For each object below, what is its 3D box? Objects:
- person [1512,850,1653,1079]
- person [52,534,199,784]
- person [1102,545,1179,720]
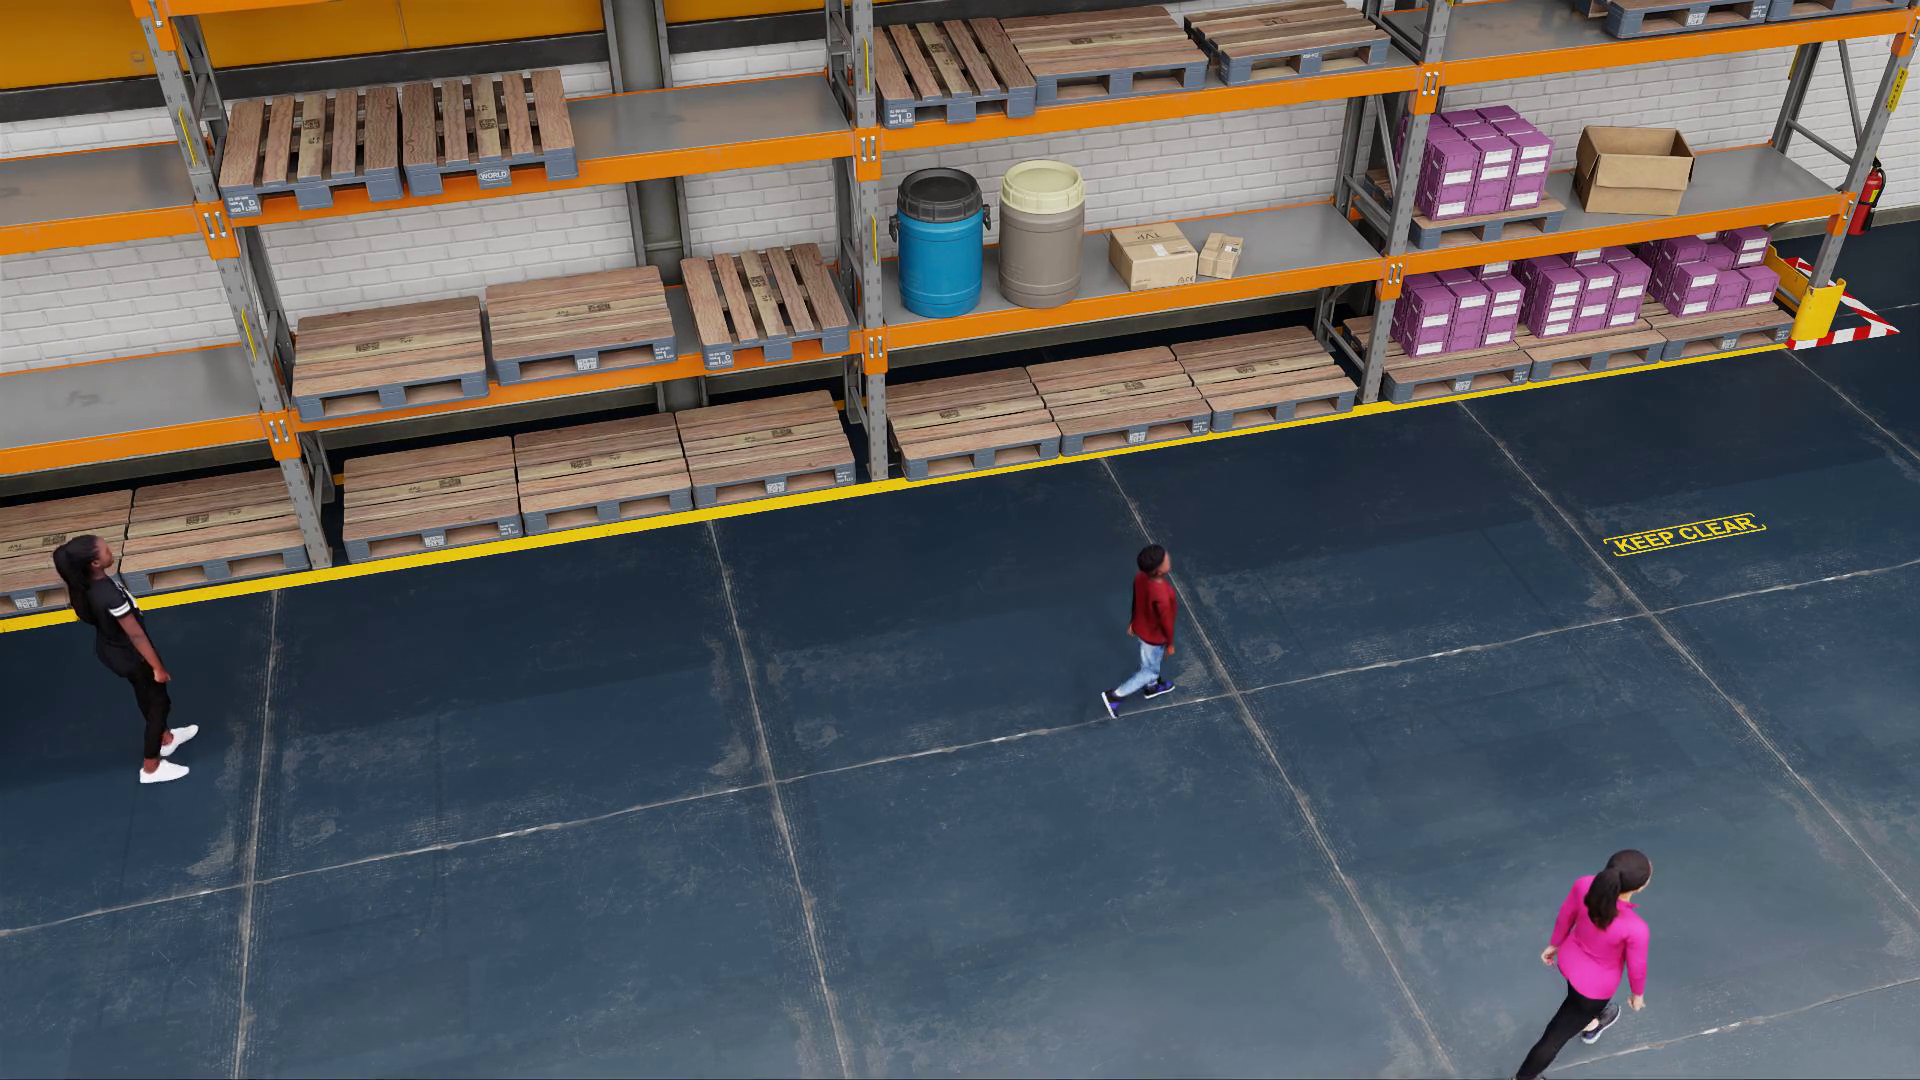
[{"bbox_3d":[2.900,2.111,7.907,1.107,1.665,0.753,-18,42,-21],"label":"person"},{"bbox_3d":[-4.826,0.678,9.640,0.805,1.732,0.872,25,45,28],"label":"person"},{"bbox_3d":[1.121,0.571,10.168,0.783,1.241,0.529,-14,41,-16],"label":"person"}]
